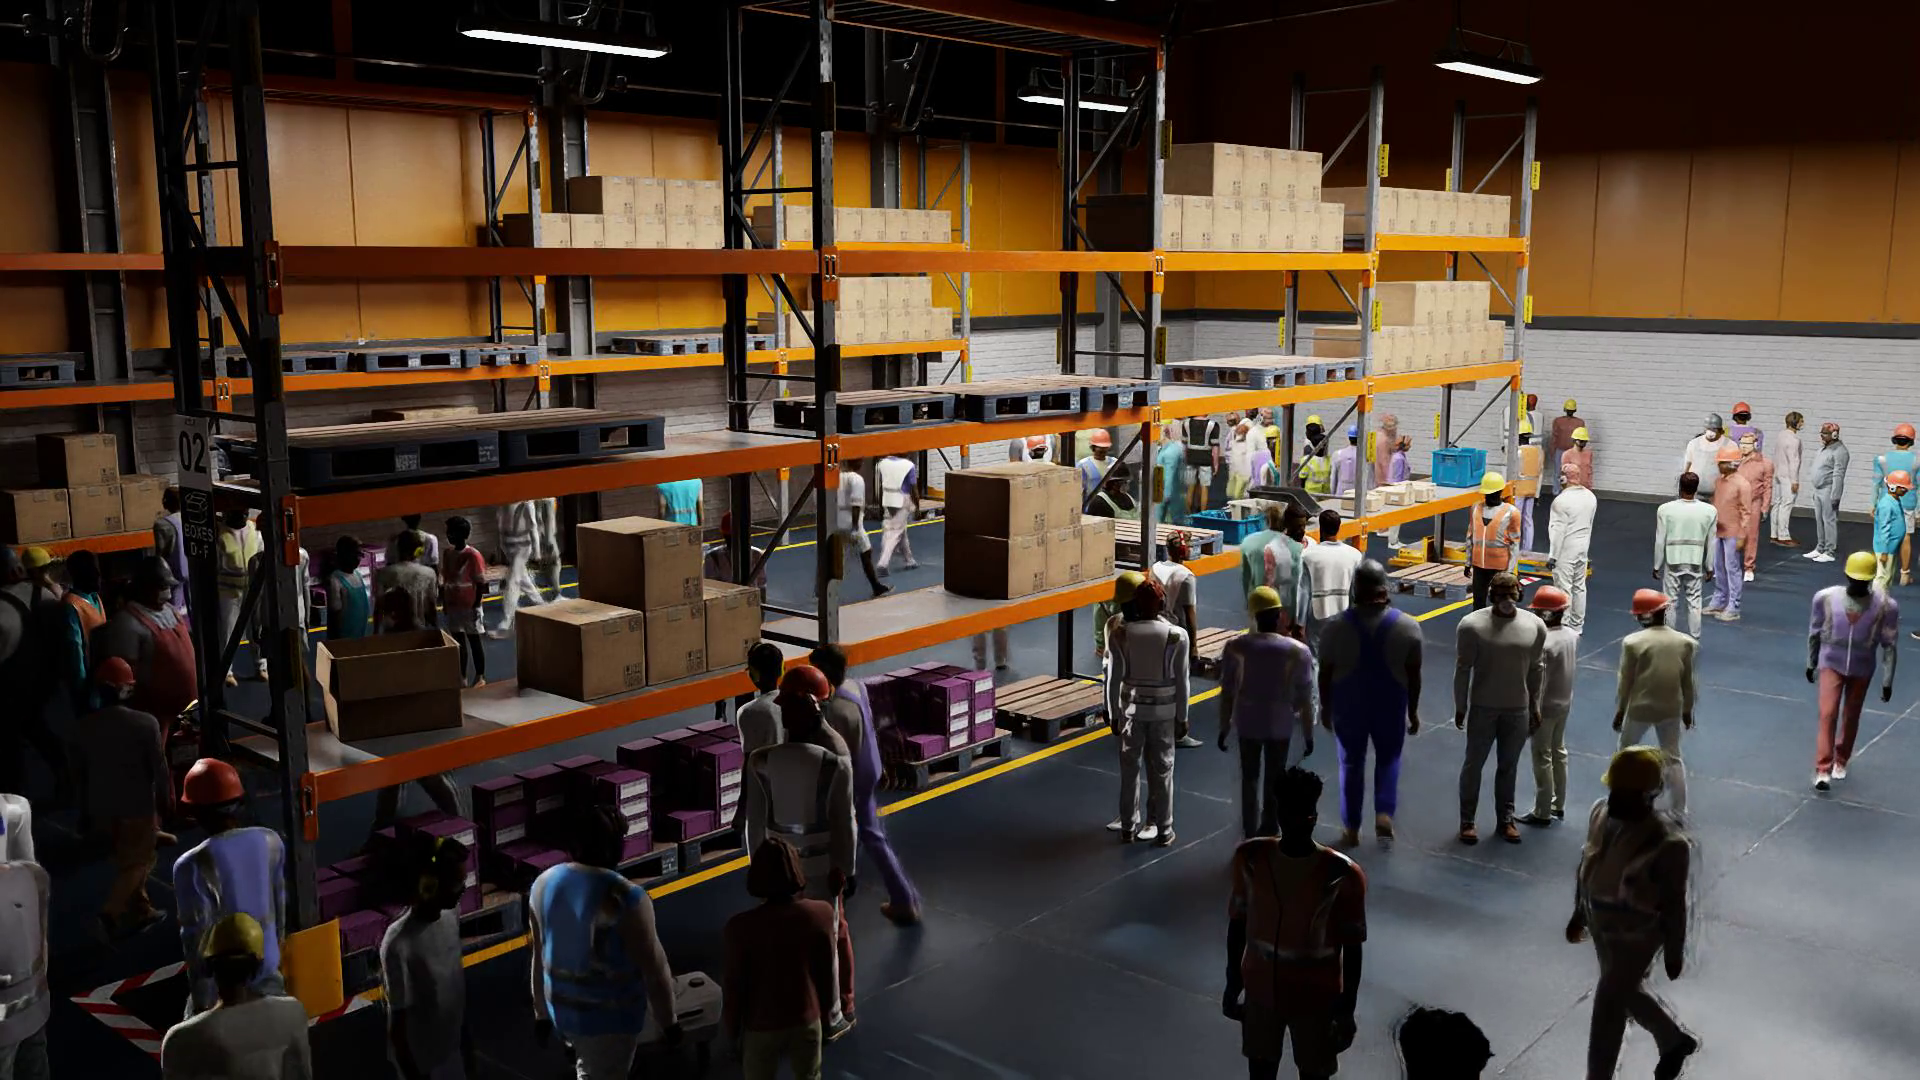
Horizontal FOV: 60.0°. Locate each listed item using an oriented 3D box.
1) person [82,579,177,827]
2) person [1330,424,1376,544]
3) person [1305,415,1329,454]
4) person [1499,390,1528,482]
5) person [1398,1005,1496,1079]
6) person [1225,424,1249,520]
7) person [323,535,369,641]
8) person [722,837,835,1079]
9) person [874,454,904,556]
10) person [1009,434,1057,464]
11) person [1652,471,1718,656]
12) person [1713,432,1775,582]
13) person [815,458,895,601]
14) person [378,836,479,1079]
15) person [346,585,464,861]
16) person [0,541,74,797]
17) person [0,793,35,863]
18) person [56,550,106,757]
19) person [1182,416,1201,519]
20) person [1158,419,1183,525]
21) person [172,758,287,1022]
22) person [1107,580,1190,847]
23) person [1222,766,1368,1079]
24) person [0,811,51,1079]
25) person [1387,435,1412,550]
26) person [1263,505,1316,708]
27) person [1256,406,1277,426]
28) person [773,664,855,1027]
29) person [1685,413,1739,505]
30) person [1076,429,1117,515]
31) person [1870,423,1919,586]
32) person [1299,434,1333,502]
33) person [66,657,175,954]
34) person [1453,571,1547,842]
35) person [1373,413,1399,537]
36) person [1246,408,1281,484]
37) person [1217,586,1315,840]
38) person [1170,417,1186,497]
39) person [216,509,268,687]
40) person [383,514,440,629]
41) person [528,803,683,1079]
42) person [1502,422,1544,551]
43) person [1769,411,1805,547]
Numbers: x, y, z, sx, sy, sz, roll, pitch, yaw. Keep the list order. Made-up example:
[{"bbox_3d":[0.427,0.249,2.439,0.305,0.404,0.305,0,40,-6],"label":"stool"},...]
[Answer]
[{"bbox_3d":[-5.910,1.192,11.733,0.372,1.856,0.705,6,11,33],"label":"person"},{"bbox_3d":[5.188,-0.559,21.952,0.616,1.938,0.426,6,11,32],"label":"person"},{"bbox_3d":[5.422,-1.049,25.469,0.483,1.737,0.319,-6,11,-33],"label":"person"},{"bbox_3d":[9.526,-1.642,28.554,0.346,1.883,0.584,-5,11,-29],"label":"person"},{"bbox_3d":[1.375,2.299,4.832,0.535,1.946,0.664,8,12,39],"label":"person"},{"bbox_3d":[4.320,-1.004,25.537,0.433,1.605,0.560,-5,11,-27],"label":"person"},{"bbox_3d":[-5.018,0.869,13.694,0.348,1.842,0.505,1,10,4],"label":"person"},{"bbox_3d":[-0.772,2.074,7.142,0.502,1.627,0.277,-4,10,-25],"label":"person"},{"bbox_3d":[-0.948,-0.585,23.003,0.509,1.629,0.315,-7,12,-36],"label":"person"},{"bbox_3d":[1.042,-0.831,23.243,0.690,2.000,0.541,-2,10,-14],"label":"person"},{"bbox_3d":[7.469,0.250,17.156,0.596,1.918,0.384,2,10,12],"label":"person"},{"bbox_3d":[9.989,-0.425,21.218,0.643,1.910,0.400,8,12,39],"label":"person"},{"bbox_3d":[-1.306,-0.204,19.921,1.026,1.915,0.618,-7,12,-35],"label":"person"},{"bbox_3d":[-2.060,2.063,6.548,0.436,1.844,0.539,2,10,14],"label":"person"},{"bbox_3d":[-3.755,1.238,11.303,0.843,1.909,0.649,-9,13,-44],"label":"person"},{"bbox_3d":[-7.017,0.997,12.330,0.588,2.000,0.691,3,10,19],"label":"person"},{"bbox_3d":[-4.678,1.847,7.891,0.971,1.841,0.650,6,11,33],"label":"person"},{"bbox_3d":[-6.597,1.020,12.561,0.376,1.917,0.600,-2,10,-14],"label":"person"},{"bbox_3d":[3.678,-1.302,26.401,0.386,1.929,0.543,-4,11,-25],"label":"person"},{"bbox_3d":[2.884,-0.838,23.654,0.587,1.919,0.395,5,11,26],"label":"person"},{"bbox_3d":[-3.231,1.898,7.440,1.015,1.884,0.564,6,11,30],"label":"person"},{"bbox_3d":[1.309,1.204,11.589,0.575,1.880,0.359,2,10,14],"label":"person"},{"bbox_3d":[1.402,1.914,7.078,0.613,1.965,0.361,6,11,32],"label":"person"},{"bbox_3d":[-3.938,1.971,6.788,0.380,1.950,0.605,1,10,5],"label":"person"},{"bbox_3d":[6.206,-0.674,23.536,0.314,1.632,0.524,2,10,13],"label":"person"},{"bbox_3d":[2.969,0.616,15.016,0.599,1.909,0.397,-6,11,-33],"label":"person"},{"bbox_3d":[5.279,-1.703,28.654,0.525,1.970,0.643,-2,10,-10],"label":"person"},{"bbox_3d":[-0.786,1.620,8.790,0.410,1.986,0.620,-6,11,-30],"label":"person"},{"bbox_3d":[10.182,-0.727,22.624,0.681,2.000,0.535,8,12,39],"label":"person"},{"bbox_3d":[1.710,-0.353,20.441,0.608,2.033,0.427,-3,10,-16],"label":"person"},{"bbox_3d":[11.807,-0.447,20.946,0.608,2.045,0.392,7,12,35],"label":"person"},{"bbox_3d":[4.966,-0.640,23.130,0.539,1.695,0.317,-3,10,-16],"label":"person"},{"bbox_3d":[-5.011,1.569,9.865,0.559,1.721,0.707,1,10,8],"label":"person"},{"bbox_3d":[3.767,1.163,11.643,0.634,1.938,0.355,0,10,0],"label":"person"},{"bbox_3d":[6.285,-0.946,24.489,0.436,1.866,0.675,3,10,19],"label":"person"},{"bbox_3d":[4.580,-1.036,24.924,0.653,1.894,0.401,-6,11,-32],"label":"person"},{"bbox_3d":[2.079,1.251,11.241,0.646,1.890,0.622,3,10,17],"label":"person"},{"bbox_3d":[3.749,-1.544,28.715,0.507,1.631,0.266,-6,11,-31],"label":"person"},{"bbox_3d":[-6.918,0.488,16.007,0.631,1.837,0.429,-8,12,-39],"label":"person"},{"bbox_3d":[-5.459,0.468,16.563,0.556,1.672,0.536,-2,10,-9],"label":"person"},{"bbox_3d":[-1.538,2.012,7.065,0.631,1.790,0.989,6,11,31],"label":"person"},{"bbox_3d":[7.602,-0.643,22.517,0.591,1.913,0.396,-4,10,-22],"label":"person"},{"bbox_3d":[11.867,-0.877,23.826,0.364,1.939,0.636,1,10,7],"label":"person"}]
